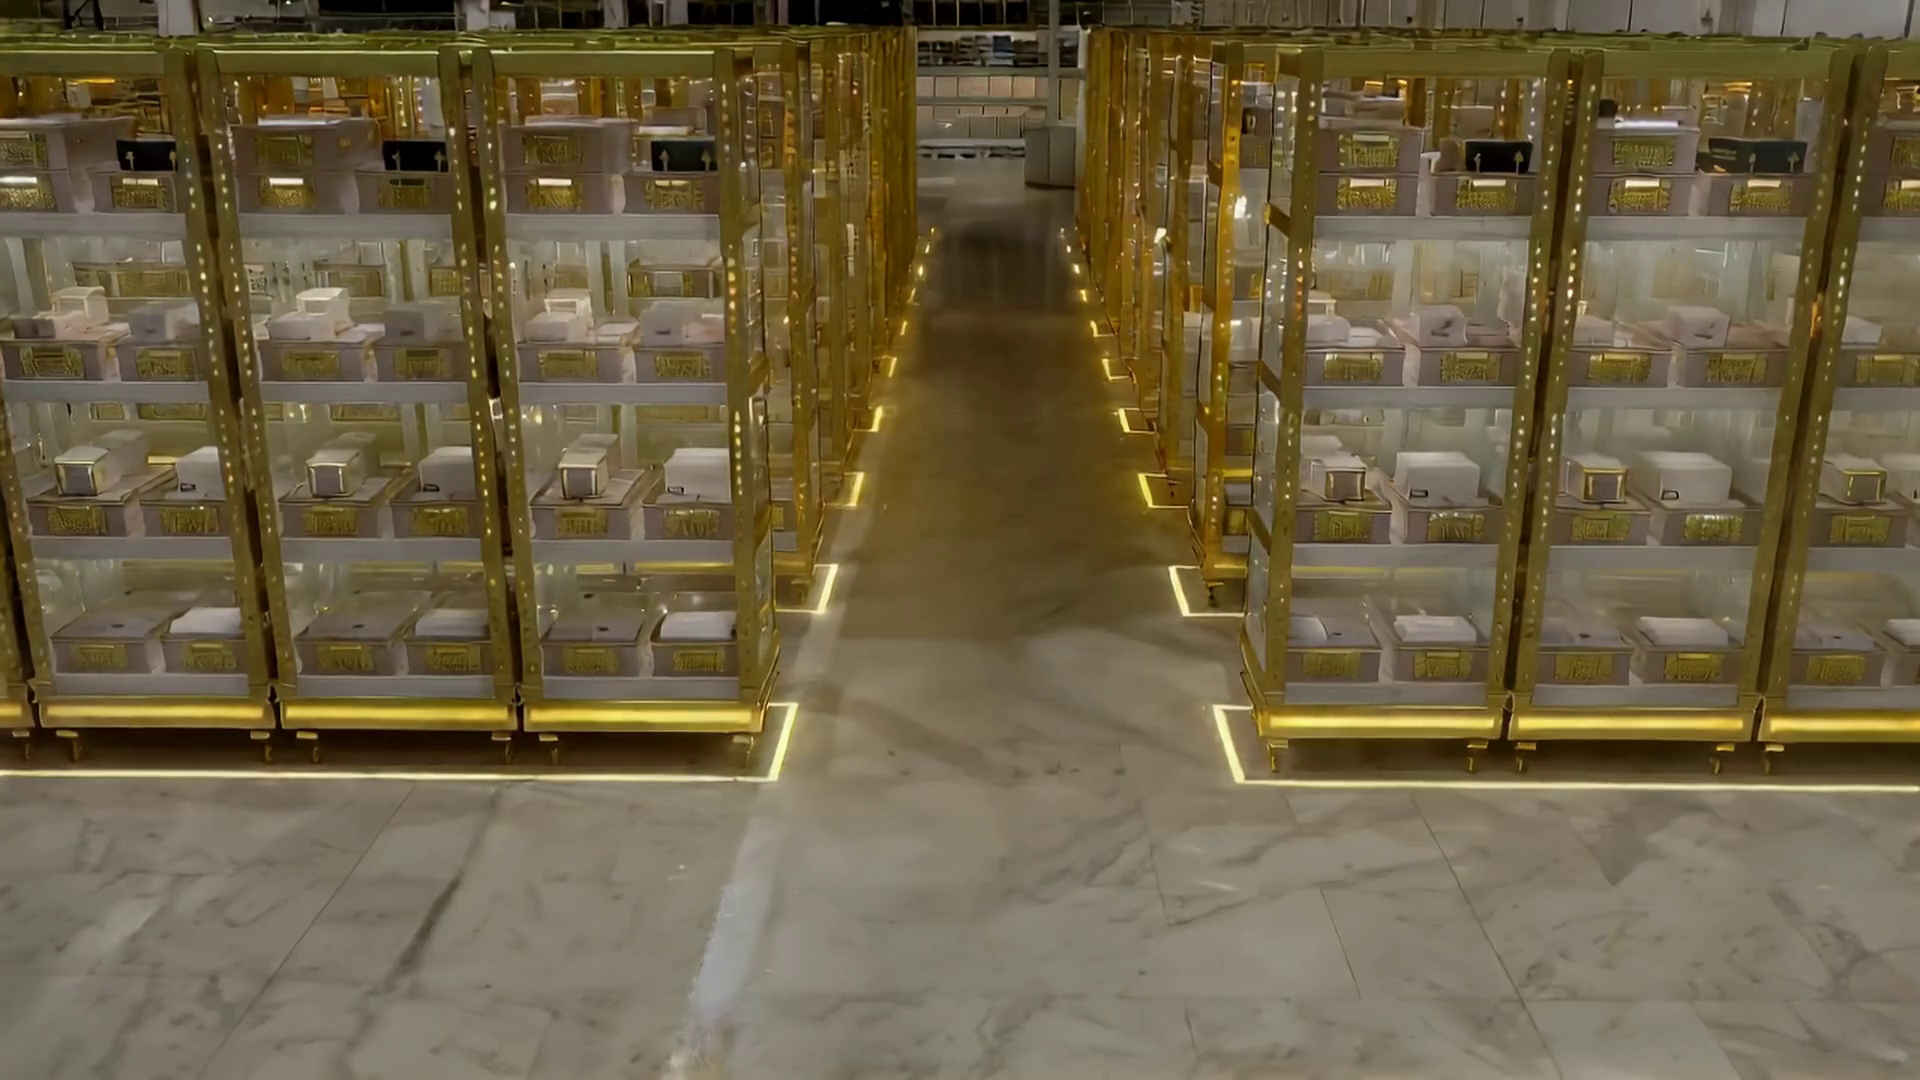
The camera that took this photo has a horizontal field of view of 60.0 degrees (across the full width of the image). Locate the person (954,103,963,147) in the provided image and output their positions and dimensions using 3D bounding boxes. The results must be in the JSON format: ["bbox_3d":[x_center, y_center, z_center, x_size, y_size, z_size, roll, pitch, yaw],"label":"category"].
[{"bbox_3d":[-0.131,-12.863,50.165,0.384,1.948,0.605,17,24,42],"label":"person"}]

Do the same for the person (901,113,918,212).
[{"bbox_3d":[-1.071,-7.479,32.928,0.622,1.993,0.382,-16,24,-42],"label":"person"}]
